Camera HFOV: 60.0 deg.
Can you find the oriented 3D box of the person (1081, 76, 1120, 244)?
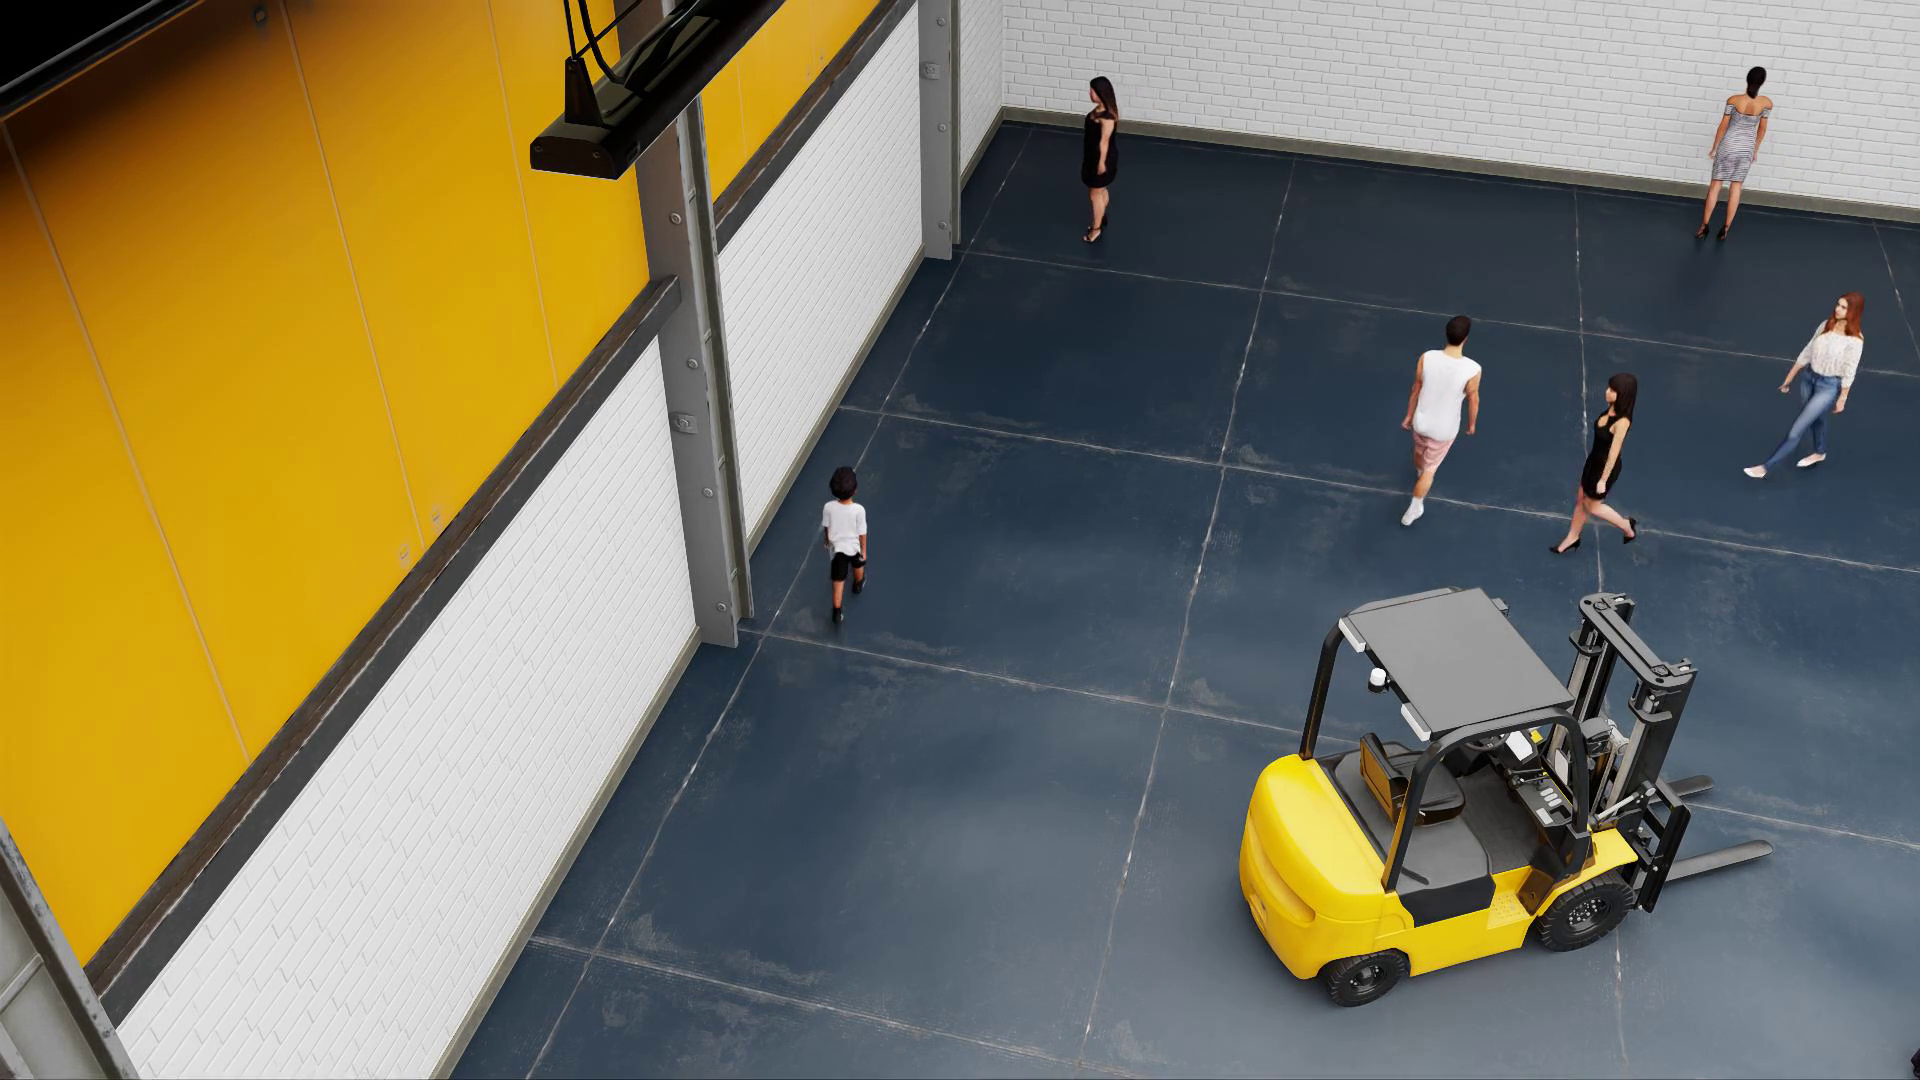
[{"bbox_3d":[1.438,-3.810,16.621,0.765,1.711,0.588,4,39,5],"label":"person"}]

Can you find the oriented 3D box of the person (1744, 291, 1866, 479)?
[{"bbox_3d":[7.007,-1.238,13.425,1.076,1.680,1.142,-12,40,-14],"label":"person"}]

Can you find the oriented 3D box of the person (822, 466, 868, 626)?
[{"bbox_3d":[-0.849,0.059,12.152,0.561,1.242,0.912,4,39,5],"label":"person"}]

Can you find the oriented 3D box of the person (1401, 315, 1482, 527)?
[{"bbox_3d":[3.664,-0.872,12.913,0.870,1.747,1.128,21,43,24],"label":"person"}]

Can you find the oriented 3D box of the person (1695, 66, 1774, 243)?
[{"bbox_3d":[7.711,-3.836,16.564,0.591,1.822,0.504,9,40,12],"label":"person"}]

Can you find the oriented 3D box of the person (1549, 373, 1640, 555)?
[{"bbox_3d":[4.931,-0.528,12.572,0.749,1.635,0.856,1,39,2],"label":"person"}]
